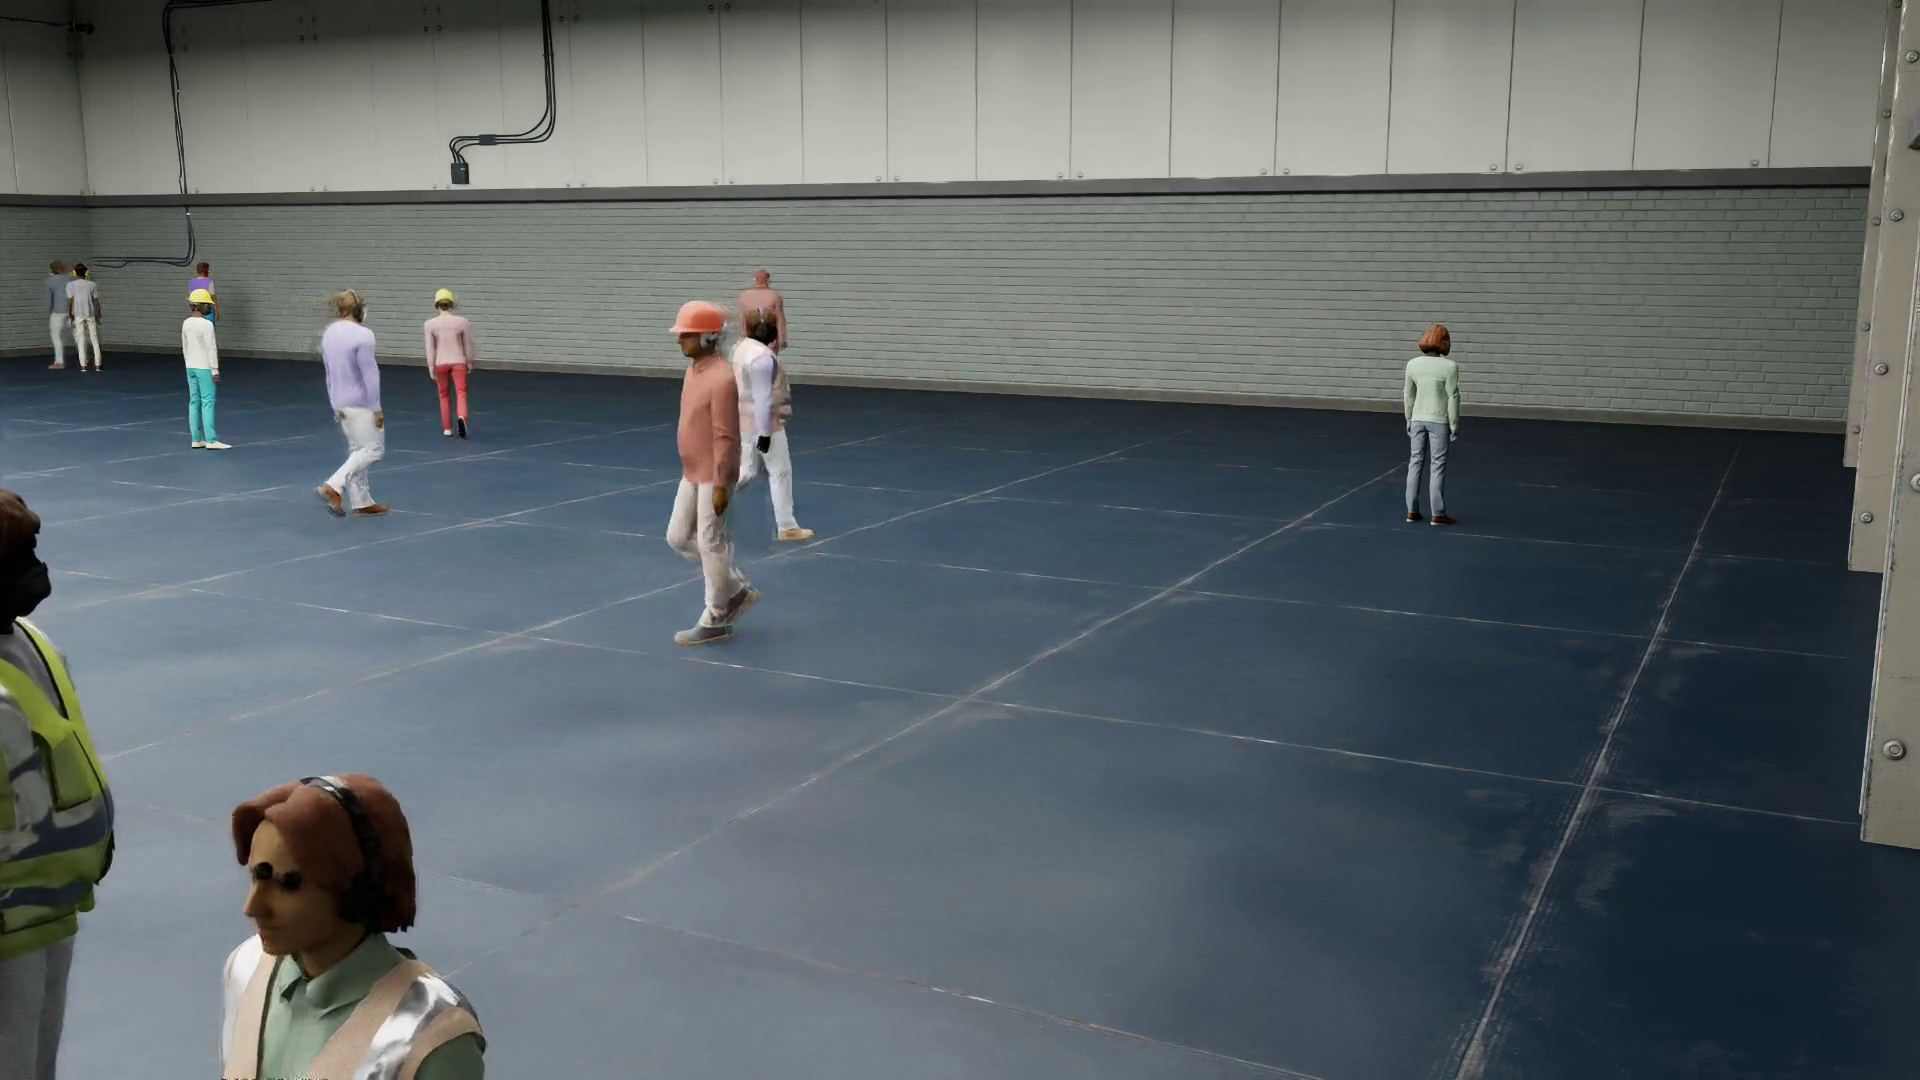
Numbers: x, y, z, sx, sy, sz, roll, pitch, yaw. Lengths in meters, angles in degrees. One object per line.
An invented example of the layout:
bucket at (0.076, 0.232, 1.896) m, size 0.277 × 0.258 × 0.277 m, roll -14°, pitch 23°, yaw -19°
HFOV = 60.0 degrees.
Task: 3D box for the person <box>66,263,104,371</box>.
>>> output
person at (-15.199, -3.864, 28.882) m, size 0.528 × 1.869 × 0.313 m, roll -5°, pitch 12°, yaw -27°

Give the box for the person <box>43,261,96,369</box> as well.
person at (-15.846, -4.007, 29.603) m, size 0.387 × 1.906 × 0.860 m, roll 8°, pitch 13°, yaw 36°

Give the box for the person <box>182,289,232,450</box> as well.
person at (-8.329, -1.872, 18.311) m, size 0.526 × 1.765 × 0.329 m, roll 7°, pitch 12°, yaw 33°

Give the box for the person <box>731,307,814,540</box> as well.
person at (-1.591, -0.876, 12.748) m, size 0.837 × 1.818 × 0.632 m, roll -4°, pitch 11°, yaw -22°

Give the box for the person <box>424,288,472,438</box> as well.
person at (-5.920, -2.042, 19.284) m, size 0.524 × 1.741 × 0.756 m, roll -3°, pitch 11°, yaw -17°

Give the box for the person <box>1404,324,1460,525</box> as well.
person at (3.854, -0.940, 13.586) m, size 0.286 × 1.632 × 0.498 m, roll -9°, pitch 14°, yaw -40°

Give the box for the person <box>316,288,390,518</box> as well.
person at (-5.029, -1.101, 13.684) m, size 0.640 × 1.918 × 0.622 m, roll 8°, pitch 13°, yaw 39°

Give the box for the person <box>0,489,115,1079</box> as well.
person at (-2.022, 0.798, 3.538) m, size 0.430 × 1.844 × 0.624 m, roll -2°, pitch 11°, yaw -13°

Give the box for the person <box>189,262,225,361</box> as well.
person at (-14.074, -4.240, 30.993) m, size 0.570 × 1.845 × 0.380 m, roll 3°, pitch 11°, yaw 18°

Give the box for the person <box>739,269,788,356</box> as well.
person at (-2.709, -2.811, 23.097) m, size 0.641 × 1.891 × 0.421 m, roll 4°, pitch 11°, yaw 22°

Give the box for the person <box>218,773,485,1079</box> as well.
person at (-0.849, 1.117, 2.349) m, size 0.521 × 1.641 × 0.309 m, roll 6°, pitch 12°, yaw 31°

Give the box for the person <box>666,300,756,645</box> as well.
person at (-1.458, -0.379, 9.555) m, size 0.441 × 1.984 × 0.638 m, roll -5°, pitch 12°, yaw -27°
